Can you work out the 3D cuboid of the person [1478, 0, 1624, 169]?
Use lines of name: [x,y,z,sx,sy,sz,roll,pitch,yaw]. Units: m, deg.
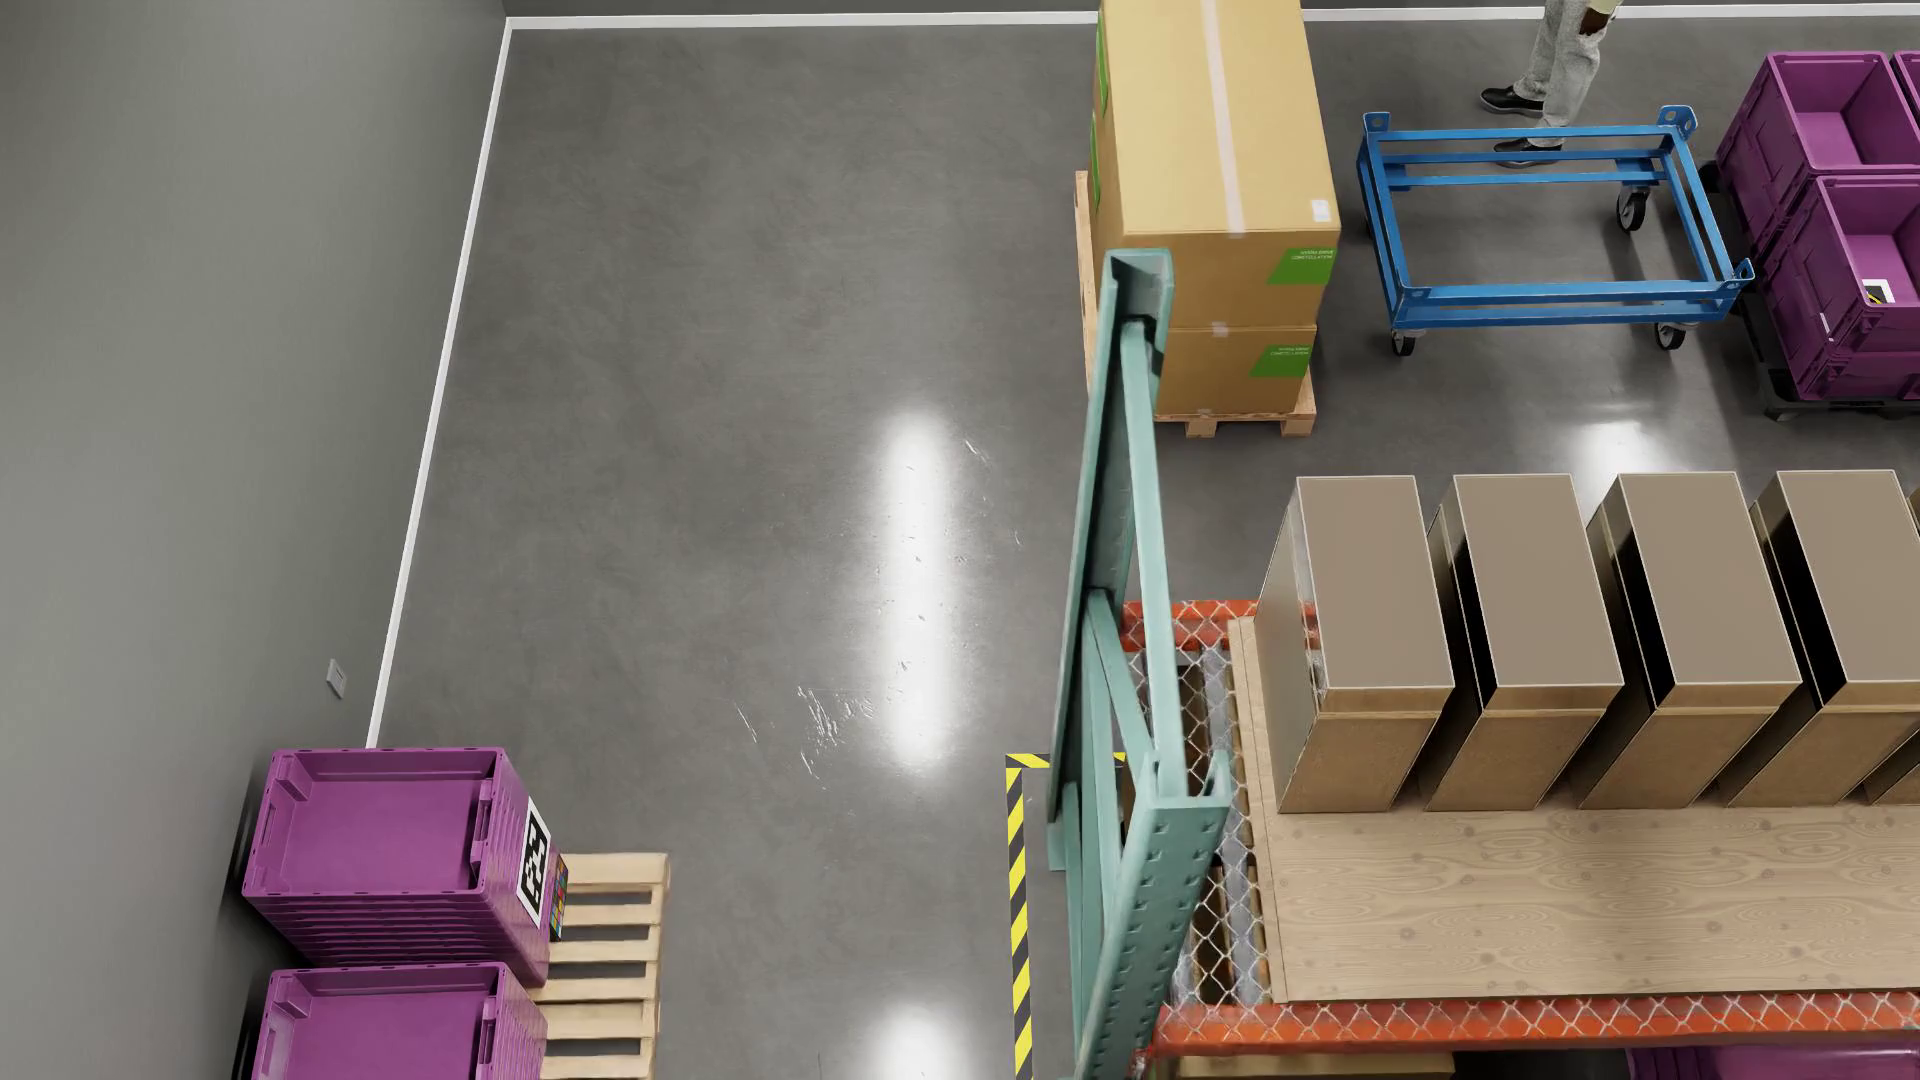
person: [2.315,-2.158,6.086,0.404,1.832,0.600,2,58,1]
